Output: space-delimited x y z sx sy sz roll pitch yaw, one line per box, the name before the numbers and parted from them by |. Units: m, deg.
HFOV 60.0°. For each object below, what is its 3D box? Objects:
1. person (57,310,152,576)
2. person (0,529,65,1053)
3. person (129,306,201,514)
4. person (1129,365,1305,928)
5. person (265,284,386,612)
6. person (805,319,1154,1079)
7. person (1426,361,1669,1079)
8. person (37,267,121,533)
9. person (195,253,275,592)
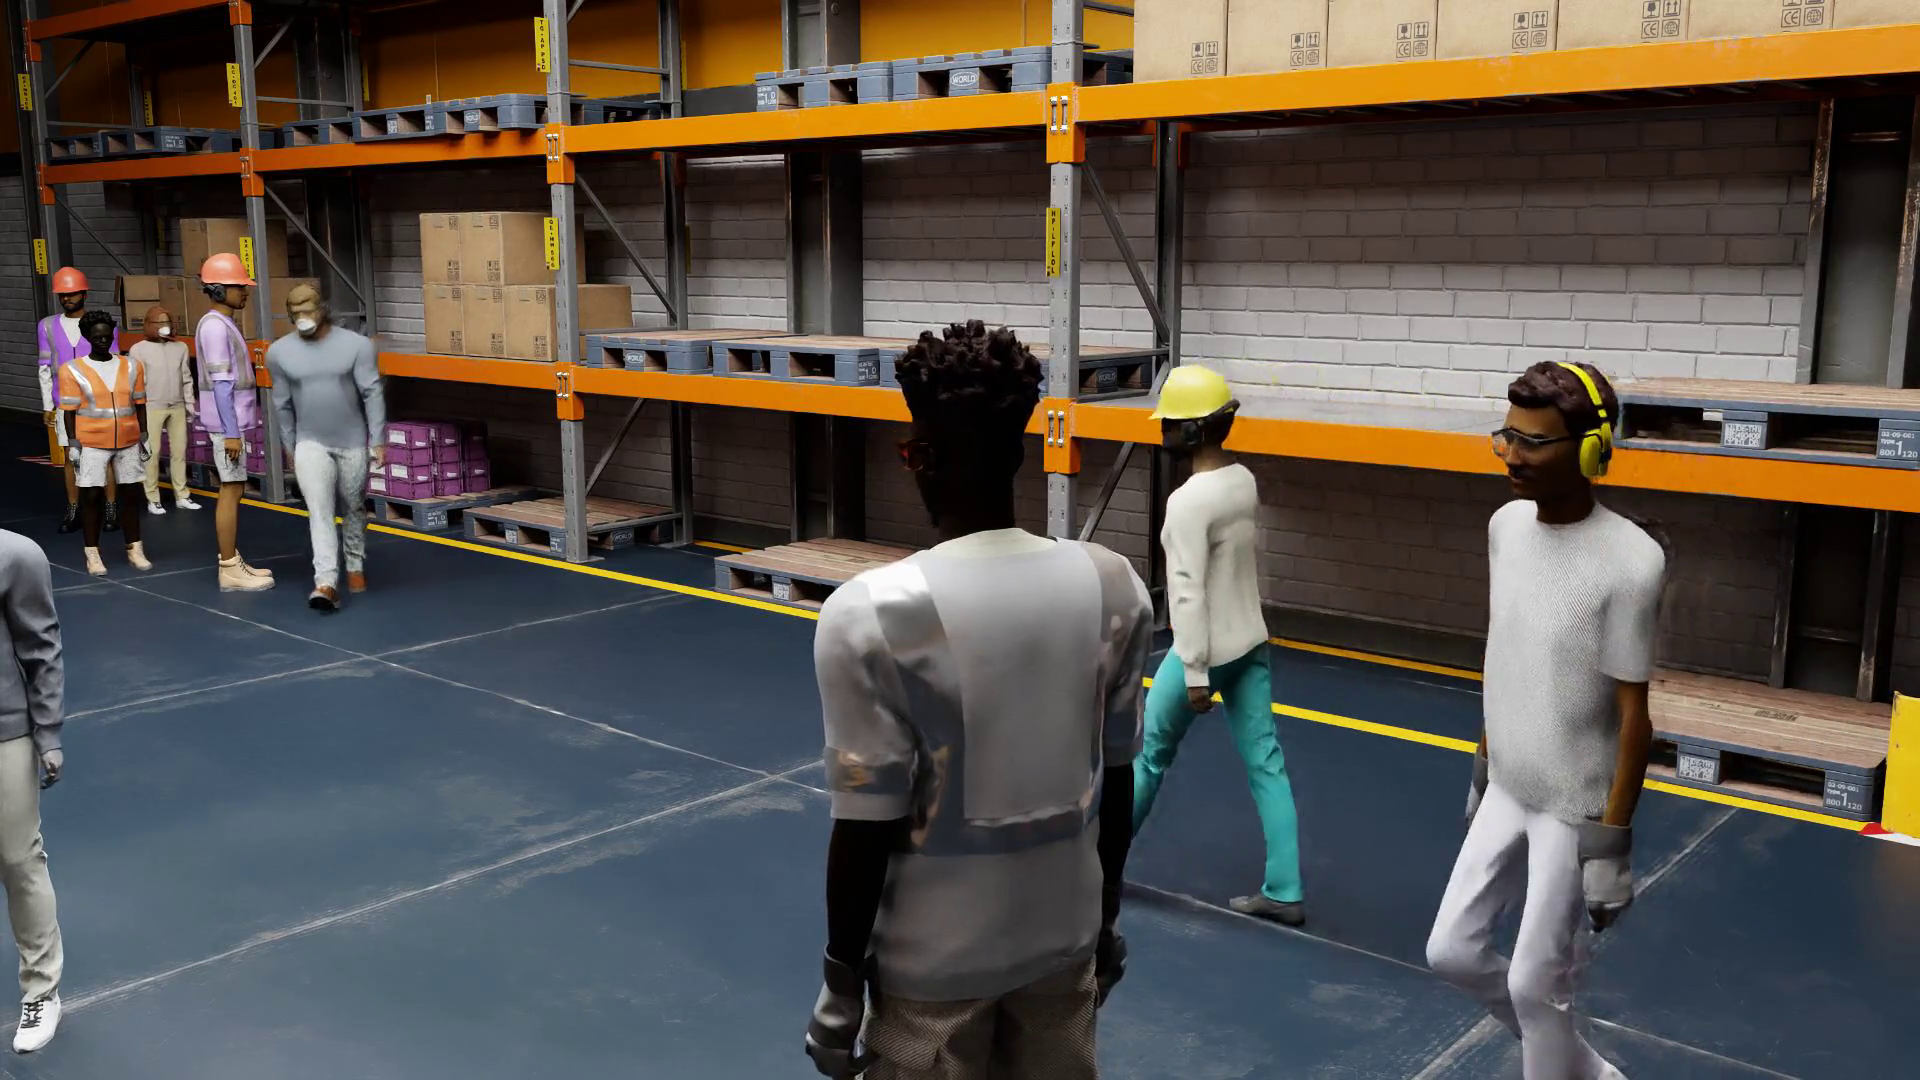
person | -5.428 -0.614 10.592 0.322 1.690 0.537 9 13 41
person | -2.563 0.522 4.269 0.509 1.631 0.268 -1 10 -5
person | -6.244 -1.015 13.053 0.283 1.626 0.505 6 12 31
person | 0.701 0.321 5.190 0.919 1.716 0.526 8 13 38
person | -3.671 -0.543 9.671 0.647 1.867 1.064 -3 10 -16
person | 0.027 0.632 2.696 0.614 1.963 0.361 -7 12 -34
person | 1.224 0.551 3.466 0.428 1.853 0.542 -3 10 -18
person | -6.415 -1.014 12.149 0.551 1.937 0.356 -3 10 -15
person | -4.411 -0.711 10.120 0.378 2.041 0.616 -4 11 -22
